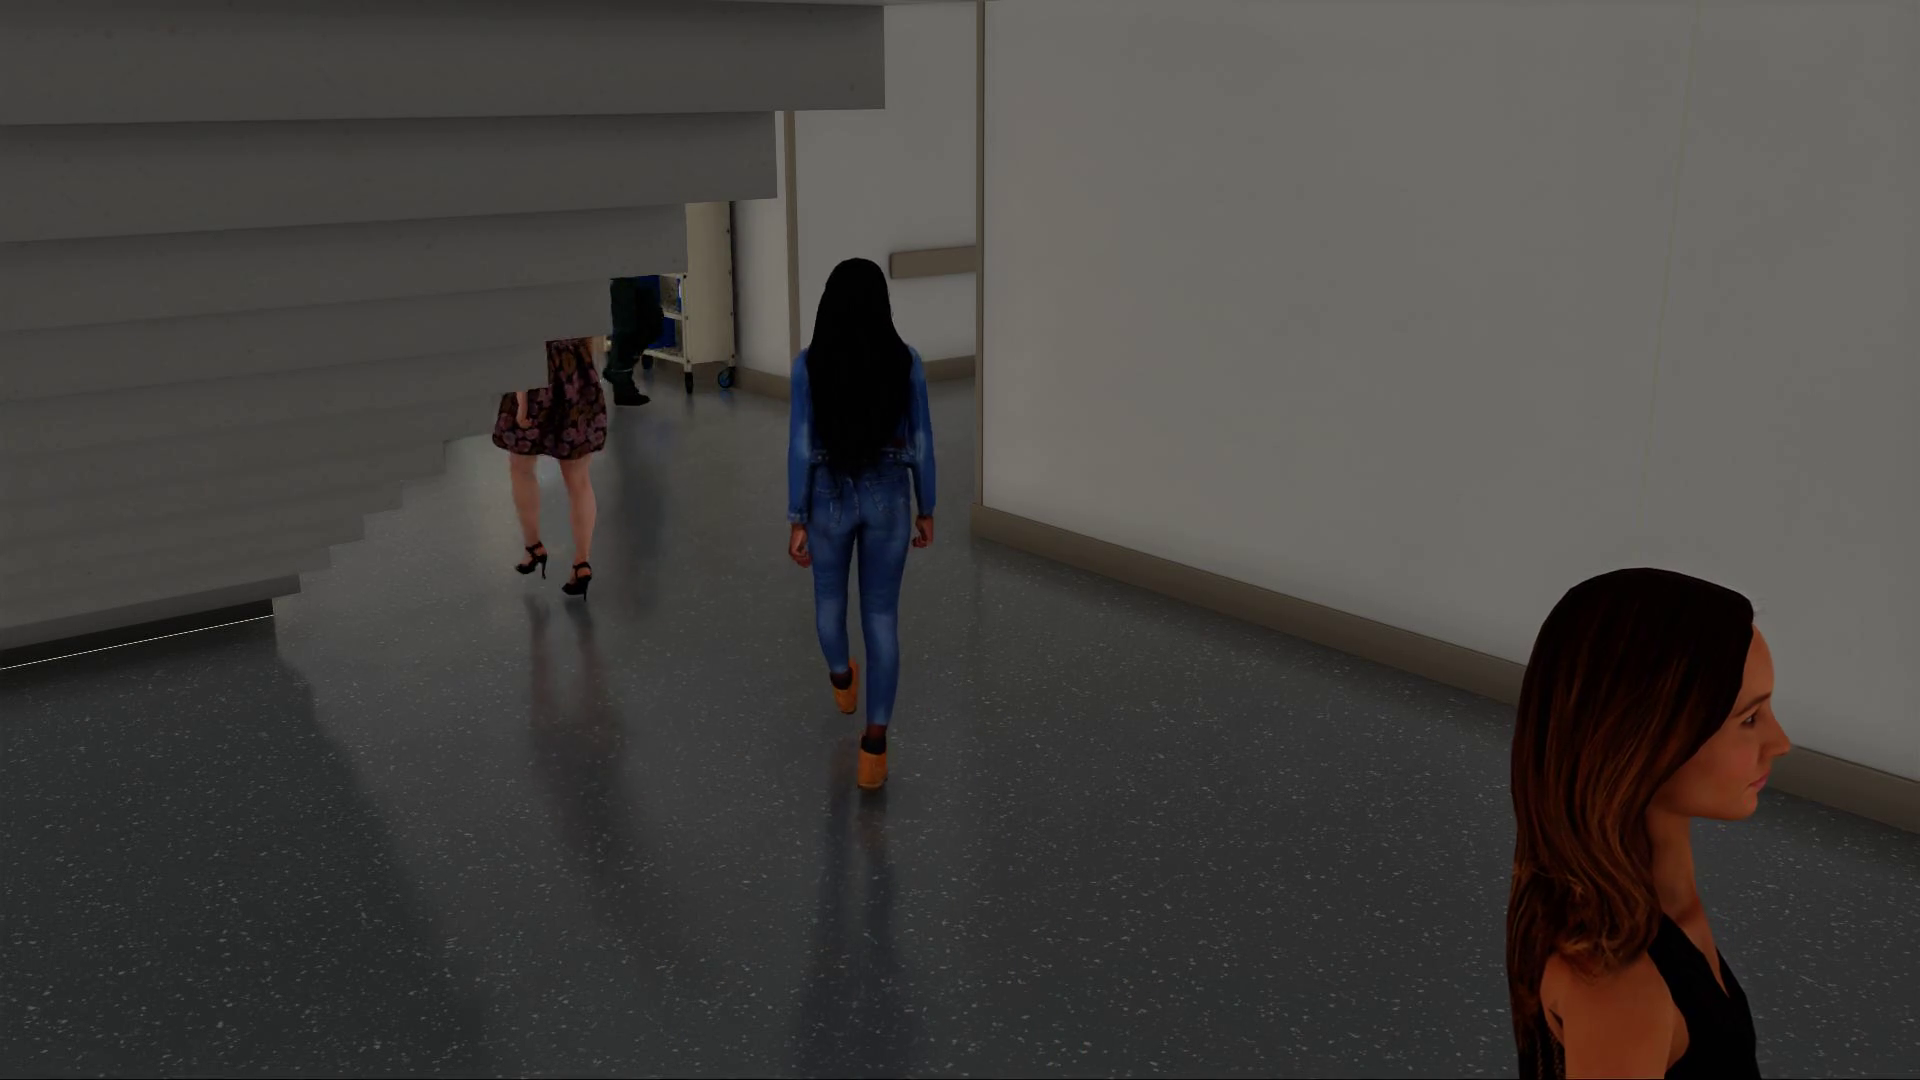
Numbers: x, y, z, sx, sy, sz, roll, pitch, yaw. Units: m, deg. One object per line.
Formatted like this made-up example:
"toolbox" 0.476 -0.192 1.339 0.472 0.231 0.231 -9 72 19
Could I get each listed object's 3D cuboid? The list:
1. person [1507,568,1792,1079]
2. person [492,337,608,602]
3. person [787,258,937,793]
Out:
"person" 0.641 0.915 1.743 0.687 1.835 0.665 5 16 17
"person" -1.711 -0.588 7.224 0.654 1.753 0.791 -14 21 -41
"person" -0.316 -0.016 5.347 1.085 1.671 1.224 -1 16 -3
